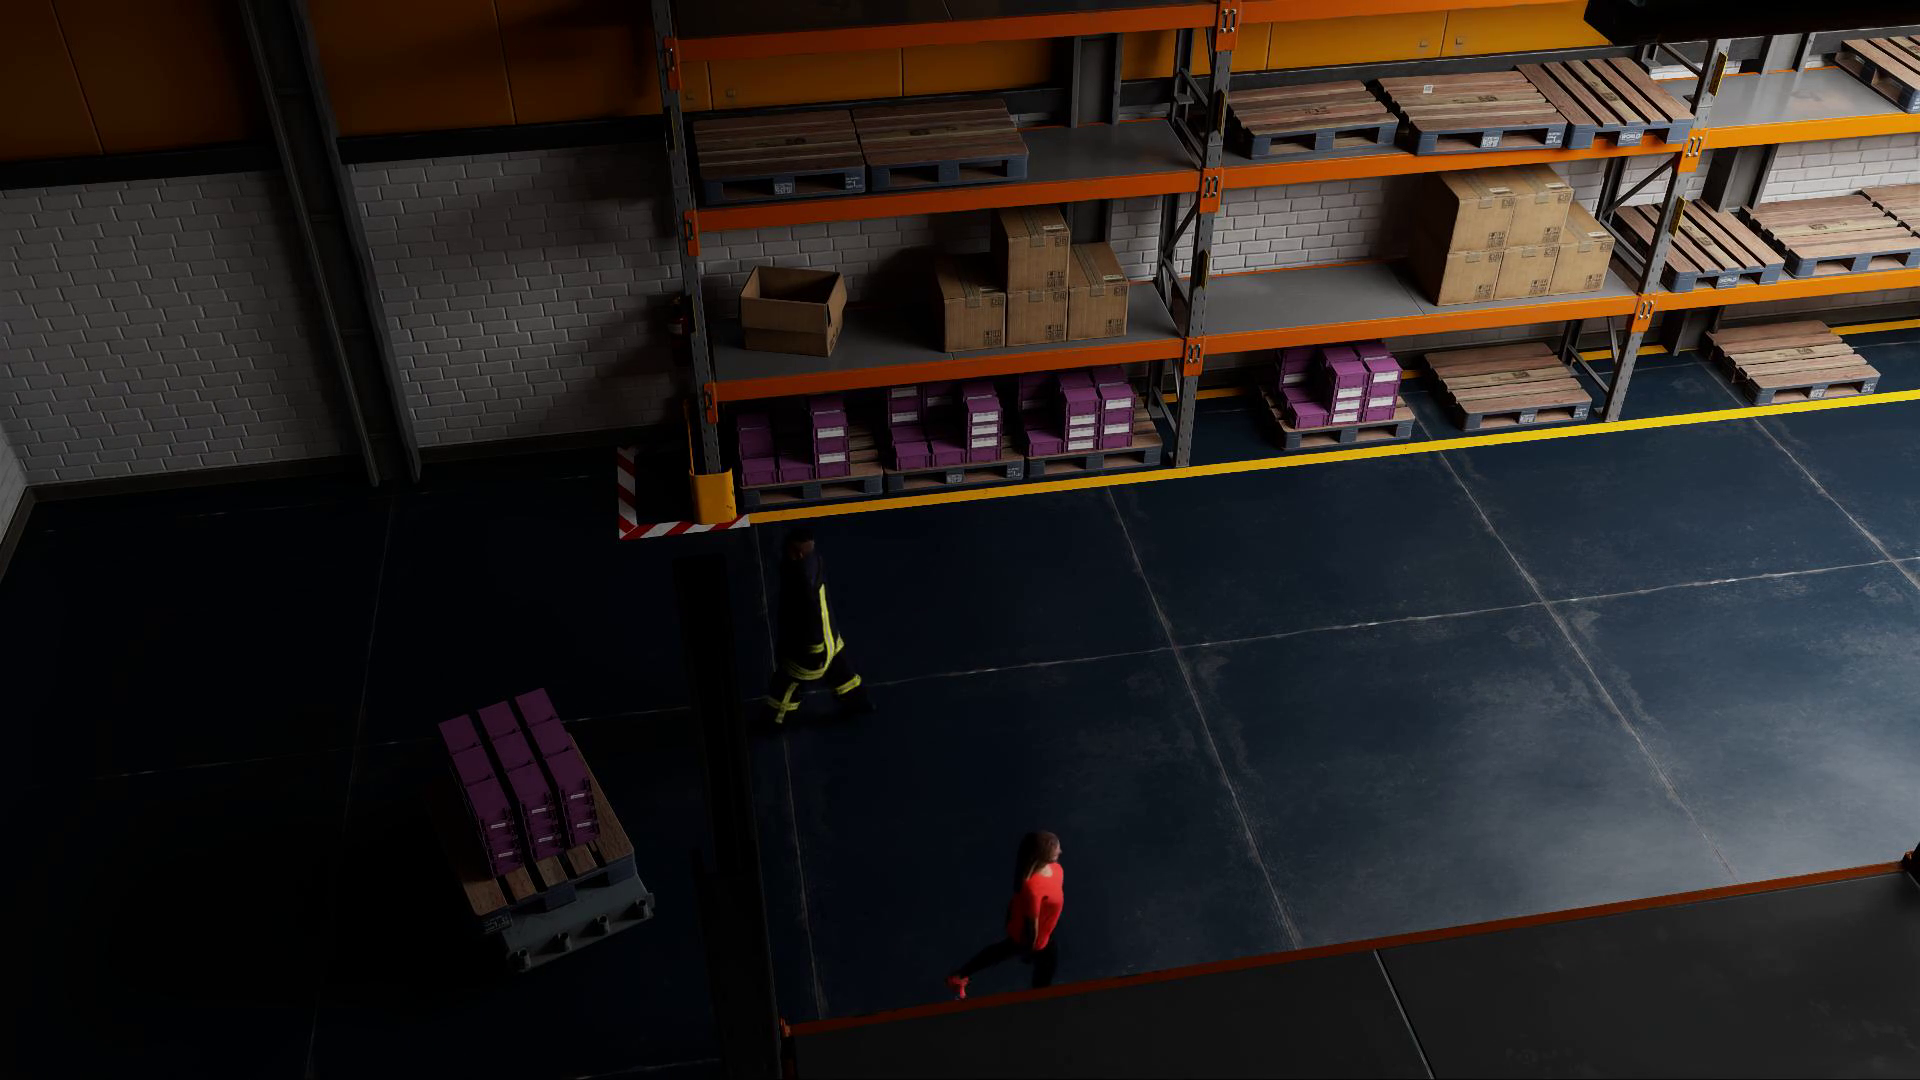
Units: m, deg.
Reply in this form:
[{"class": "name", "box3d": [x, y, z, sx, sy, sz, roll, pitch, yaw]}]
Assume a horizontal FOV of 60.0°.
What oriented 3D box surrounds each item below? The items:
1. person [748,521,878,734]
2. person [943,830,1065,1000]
[{"class": "person", "box3d": [-0.955, 0.618, 11.395, 1.205, 1.824, 0.896, 1, 39, 1]}, {"class": "person", "box3d": [0.317, 2.218, 9.520, 1.080, 1.664, 0.786, 0, 39, 0]}]
